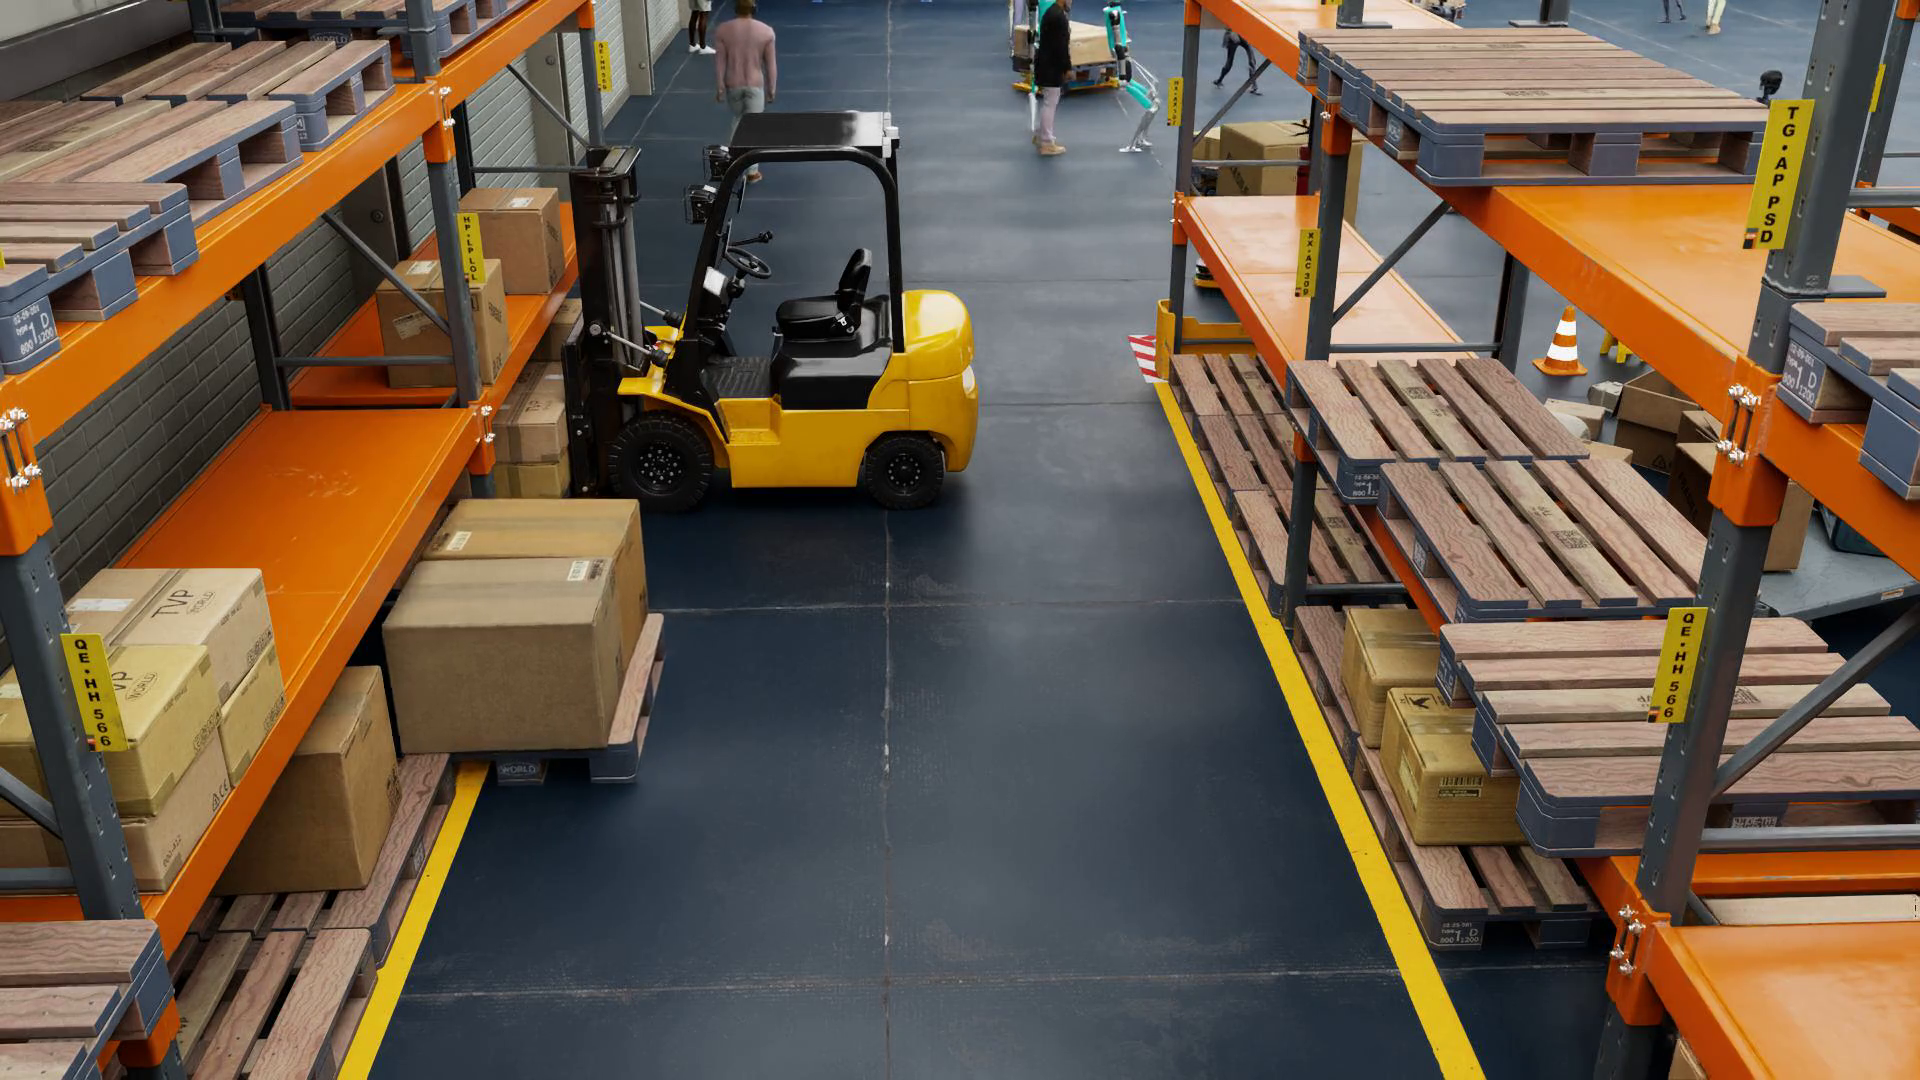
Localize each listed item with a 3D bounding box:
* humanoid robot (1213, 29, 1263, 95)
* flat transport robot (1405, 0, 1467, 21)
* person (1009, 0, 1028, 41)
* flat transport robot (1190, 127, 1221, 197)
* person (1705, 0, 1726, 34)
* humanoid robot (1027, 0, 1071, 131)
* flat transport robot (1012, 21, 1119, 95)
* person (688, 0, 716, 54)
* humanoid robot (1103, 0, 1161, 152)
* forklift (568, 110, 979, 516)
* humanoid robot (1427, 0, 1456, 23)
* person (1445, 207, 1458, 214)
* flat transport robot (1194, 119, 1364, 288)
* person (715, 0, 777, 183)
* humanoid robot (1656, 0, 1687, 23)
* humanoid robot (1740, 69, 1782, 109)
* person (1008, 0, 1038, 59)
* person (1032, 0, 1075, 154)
[{"bbox_3d":[3.727,-6.749,22.014,0.602,1.620,0.733,-11,28,-23],"label":"humanoid robot"},{"bbox_3d":[7.446,-8.391,27.073,0.659,0.231,1.431,16,30,31],"label":"flat transport robot"},{"bbox_3d":[1.004,-8.754,26.144,0.575,1.714,0.807,10,27,21],"label":"person"},{"bbox_3d":[2.982,-3.530,16.779,1.431,0.231,0.659,16,30,30],"label":"flat transport robot"},{"bbox_3d":[12.298,-9.123,26.745,0.559,1.871,0.552,21,33,38],"label":"person"},{"bbox_3d":[0.995,-5.727,19.807,0.547,1.877,0.695,-7,26,-14],"label":"humanoid robot"},{"bbox_3d":[1.473,-6.191,22.413,1.431,0.231,0.659,-16,30,-30],"label":"flat transport robot"},{"bbox_3d":[-3.888,-8.259,24.909,0.378,1.887,0.564,-19,31,-34],"label":"person"},{"bbox_3d":[2.001,-5.257,18.713,0.842,1.747,0.554,1,25,1],"label":"humanoid robot"},{"bbox_3d":[-1.043,-1.379,9.976,2.313,2.155,1.214,-1,25,-2],"label":"forklift"},{"bbox_3d":[5.745,-5.842,20.012,0.585,1.648,0.369,-17,30,-32],"label":"humanoid robot"},{"bbox_3d":[5.107,-4.007,16.113,0.617,1.692,0.470,-15,29,-29],"label":"person"},{"bbox_3d":[2.734,-2.288,14.148,1.431,0.231,0.659,4,26,9],"label":"flat transport robot"},{"bbox_3d":[-2.228,-4.754,17.475,0.636,1.894,0.773,0,25,0],"label":"person"},{"bbox_3d":[11.974,-9.486,27.754,0.613,1.644,0.483,-14,29,-28],"label":"humanoid robot"},{"bbox_3d":[6.909,-3.308,14.657,0.380,1.642,0.600,-21,32,-37],"label":"humanoid robot"},{"bbox_3d":[0.970,-8.039,24.498,0.560,1.834,0.398,-1,25,-2],"label":"person"},{"bbox_3d":[1.046,-5.316,18.746,0.436,1.827,0.722,-3,25,-7],"label":"person"}]
